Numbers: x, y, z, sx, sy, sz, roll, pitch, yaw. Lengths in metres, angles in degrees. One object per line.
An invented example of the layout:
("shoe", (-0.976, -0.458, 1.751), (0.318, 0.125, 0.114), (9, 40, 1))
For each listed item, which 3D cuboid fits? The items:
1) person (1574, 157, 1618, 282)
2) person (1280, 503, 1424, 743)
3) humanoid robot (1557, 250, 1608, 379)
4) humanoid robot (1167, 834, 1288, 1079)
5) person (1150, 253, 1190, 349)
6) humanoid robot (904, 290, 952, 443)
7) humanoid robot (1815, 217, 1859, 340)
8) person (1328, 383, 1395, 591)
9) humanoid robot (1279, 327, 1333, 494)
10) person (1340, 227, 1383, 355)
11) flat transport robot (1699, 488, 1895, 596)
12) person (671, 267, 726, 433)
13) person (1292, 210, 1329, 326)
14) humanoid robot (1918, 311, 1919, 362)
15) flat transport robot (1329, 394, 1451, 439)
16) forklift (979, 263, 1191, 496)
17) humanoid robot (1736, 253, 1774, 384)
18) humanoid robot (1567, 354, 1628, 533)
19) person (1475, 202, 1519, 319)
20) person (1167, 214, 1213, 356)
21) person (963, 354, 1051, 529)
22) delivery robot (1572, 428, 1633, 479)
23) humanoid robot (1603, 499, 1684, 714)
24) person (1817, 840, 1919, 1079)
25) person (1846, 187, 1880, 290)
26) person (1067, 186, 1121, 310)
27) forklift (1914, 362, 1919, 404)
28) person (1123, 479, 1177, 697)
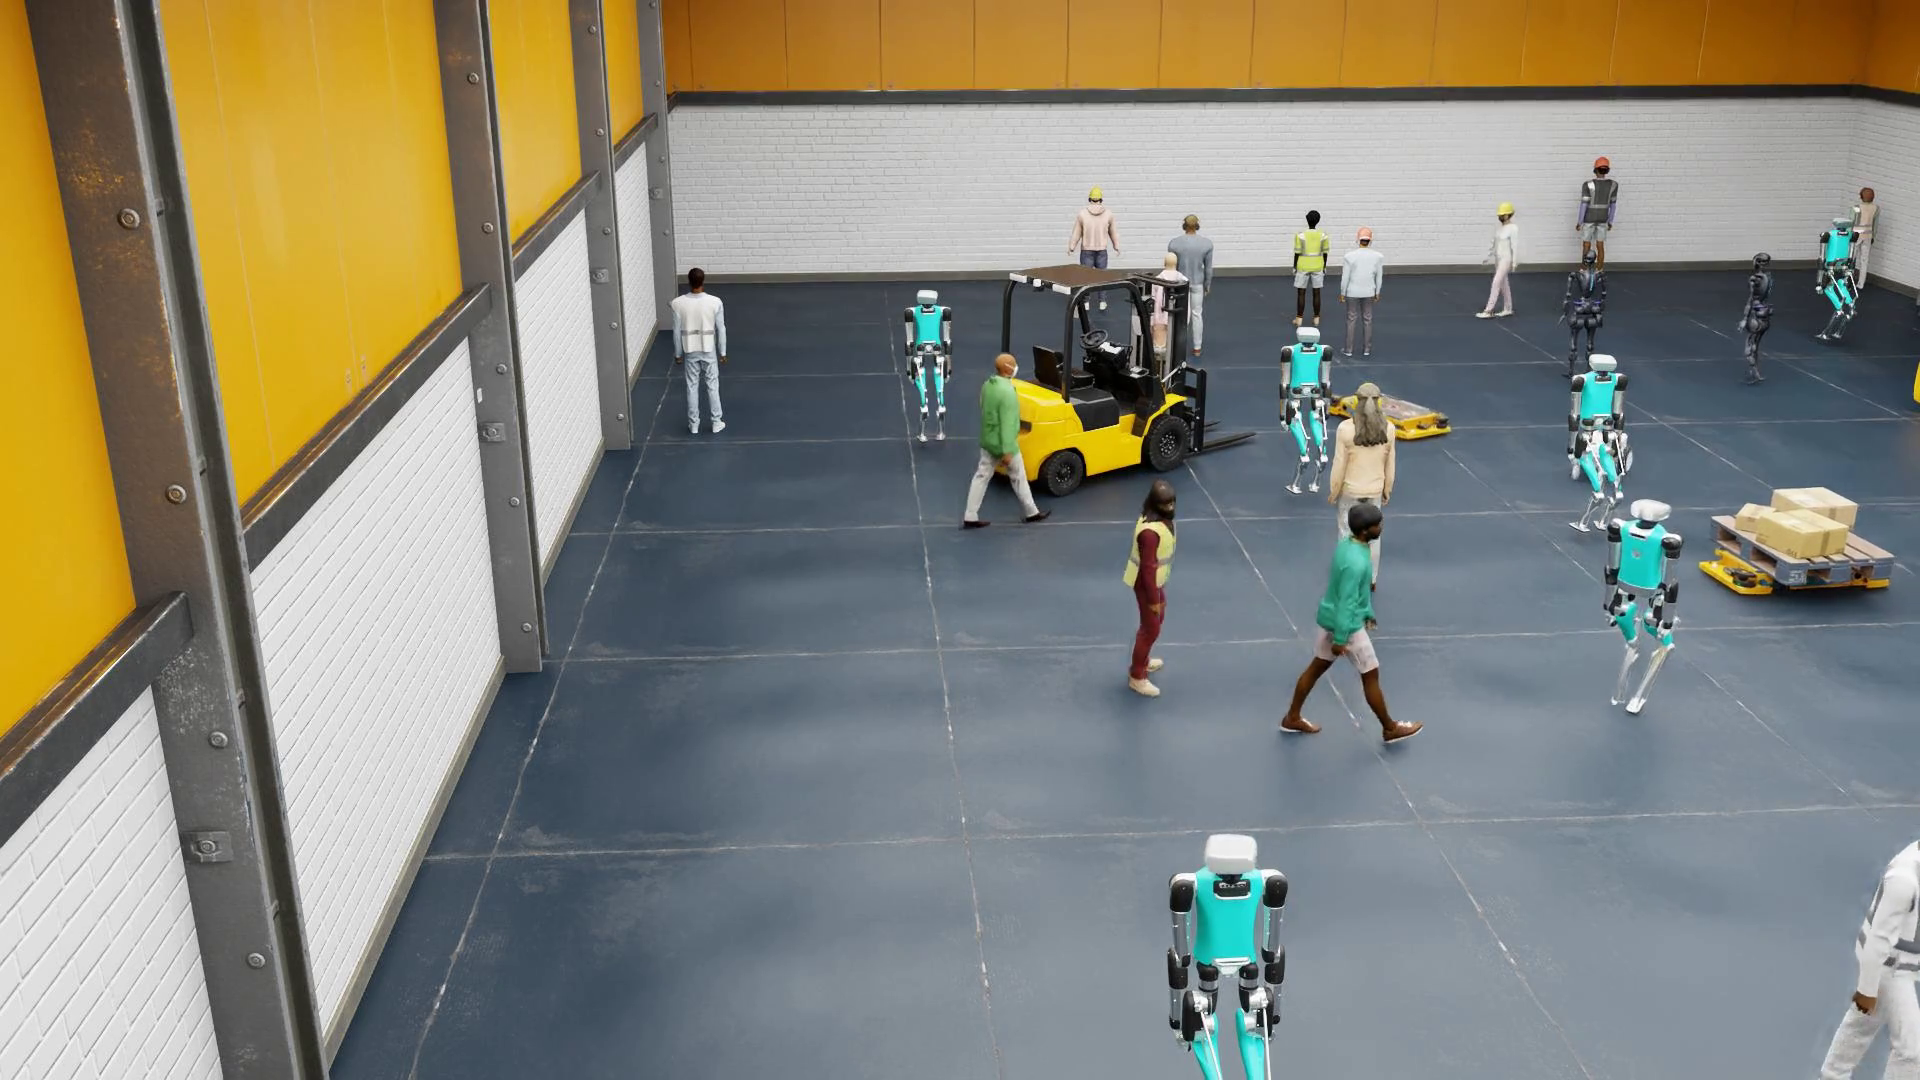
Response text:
("person", (10.488, -5.294, 27.483), (0.613, 2.040, 0.388), (-1, 20, -4))
("person", (2.803, 0.591, 11.797), (1.011, 1.795, 0.499), (0, 20, 1))
("humanoid robot", (8.069, -2.926, 21.536), (0.599, 1.657, 0.315), (-1, 20, -4))
("humanoid robot", (1.214, 2.178, 7.369), (0.533, 1.676, 0.735), (-1, 20, -4))
("person", (2.603, -2.687, 20.750), (0.535, 1.780, 0.400), (-1, 20, -4))
("humanoid robot", (-0.335, -1.884, 18.435), (0.533, 1.677, 0.735), (-1, 20, -4))
("humanoid robot", (12.250, -3.593, 23.093), (0.533, 1.677, 0.735), (-1, 20, -4))
("person", (3.502, -0.443, 14.505), (0.565, 1.875, 0.391), (-1, 20, -4))
("humanoid robot", (3.514, -1.256, 16.725), (0.533, 1.677, 0.735), (-1, 20, -4))
("person", (5.468, -3.403, 22.742), (0.571, 1.748, 0.341), (-1, 20, -4))
("flat transport robot", (7.478, 0.263, 14.911), (1.431, 0.231, 0.659), (-3, 20, -8))
("person", (-2.994, -2.176, 19.167), (0.595, 1.915, 0.373), (-1, 20, -4))
("person", (5.129, -3.982, 24.402), (0.539, 1.695, 0.317), (-1, 20, -4))
("humanoid robot", (13.126, -3.154, 22.158), (0.599, 1.657, 0.315), (-1, 20, -4))
("flat transport robot", (5.053, -1.479, 19.656), (0.659, 0.231, 1.431), (-11, 23, -27))
("forklift", (1.315, -1.764, 17.646), (2.313, 2.155, 1.214), (-14, 24, -33))
("humanoid robot", (10.269, -2.842, 21.326), (0.595, 1.640, 0.463), (-18, 27, -40))
("humanoid robot", (6.049, -0.862, 15.651), (0.533, 1.677, 0.735), (-1, 20, -4))
("person", (8.029, -4.168, 24.862), (0.833, 1.734, 0.528), (-5, 21, -14))
("person", (3.112, -3.461, 22.639), (0.634, 1.936, 0.353), (-1, 20, -4))
("person", (0.433, -0.958, 16.117), (0.937, 1.733, 0.562), (-10, 23, -26))
("delivery robot", (6.859, -0.938, 17.796), (0.499, 0.614, 0.812), (16, 25, 36))
("humanoid robot", (5.035, 0.510, 12.156), (0.812, 1.798, 0.540), (-18, 27, -40))
("person", (4.483, 2.027, 7.788), (0.744, 1.855, 0.608), (19, 27, 41))
("person", (14.551, -4.868, 26.898), (0.522, 1.638, 0.308), (-1, 20, -4))
("person", (2.057, -4.459, 25.458), (0.817, 1.864, 0.418), (-1, 20, -4))
("forklift", (12.602, -2.435, 19.475), (2.313, 2.155, 1.214), (-1, 20, -4))
("person", (1.454, 0.329, 12.594), (0.416, 1.742, 0.614), (7, 21, 19))
